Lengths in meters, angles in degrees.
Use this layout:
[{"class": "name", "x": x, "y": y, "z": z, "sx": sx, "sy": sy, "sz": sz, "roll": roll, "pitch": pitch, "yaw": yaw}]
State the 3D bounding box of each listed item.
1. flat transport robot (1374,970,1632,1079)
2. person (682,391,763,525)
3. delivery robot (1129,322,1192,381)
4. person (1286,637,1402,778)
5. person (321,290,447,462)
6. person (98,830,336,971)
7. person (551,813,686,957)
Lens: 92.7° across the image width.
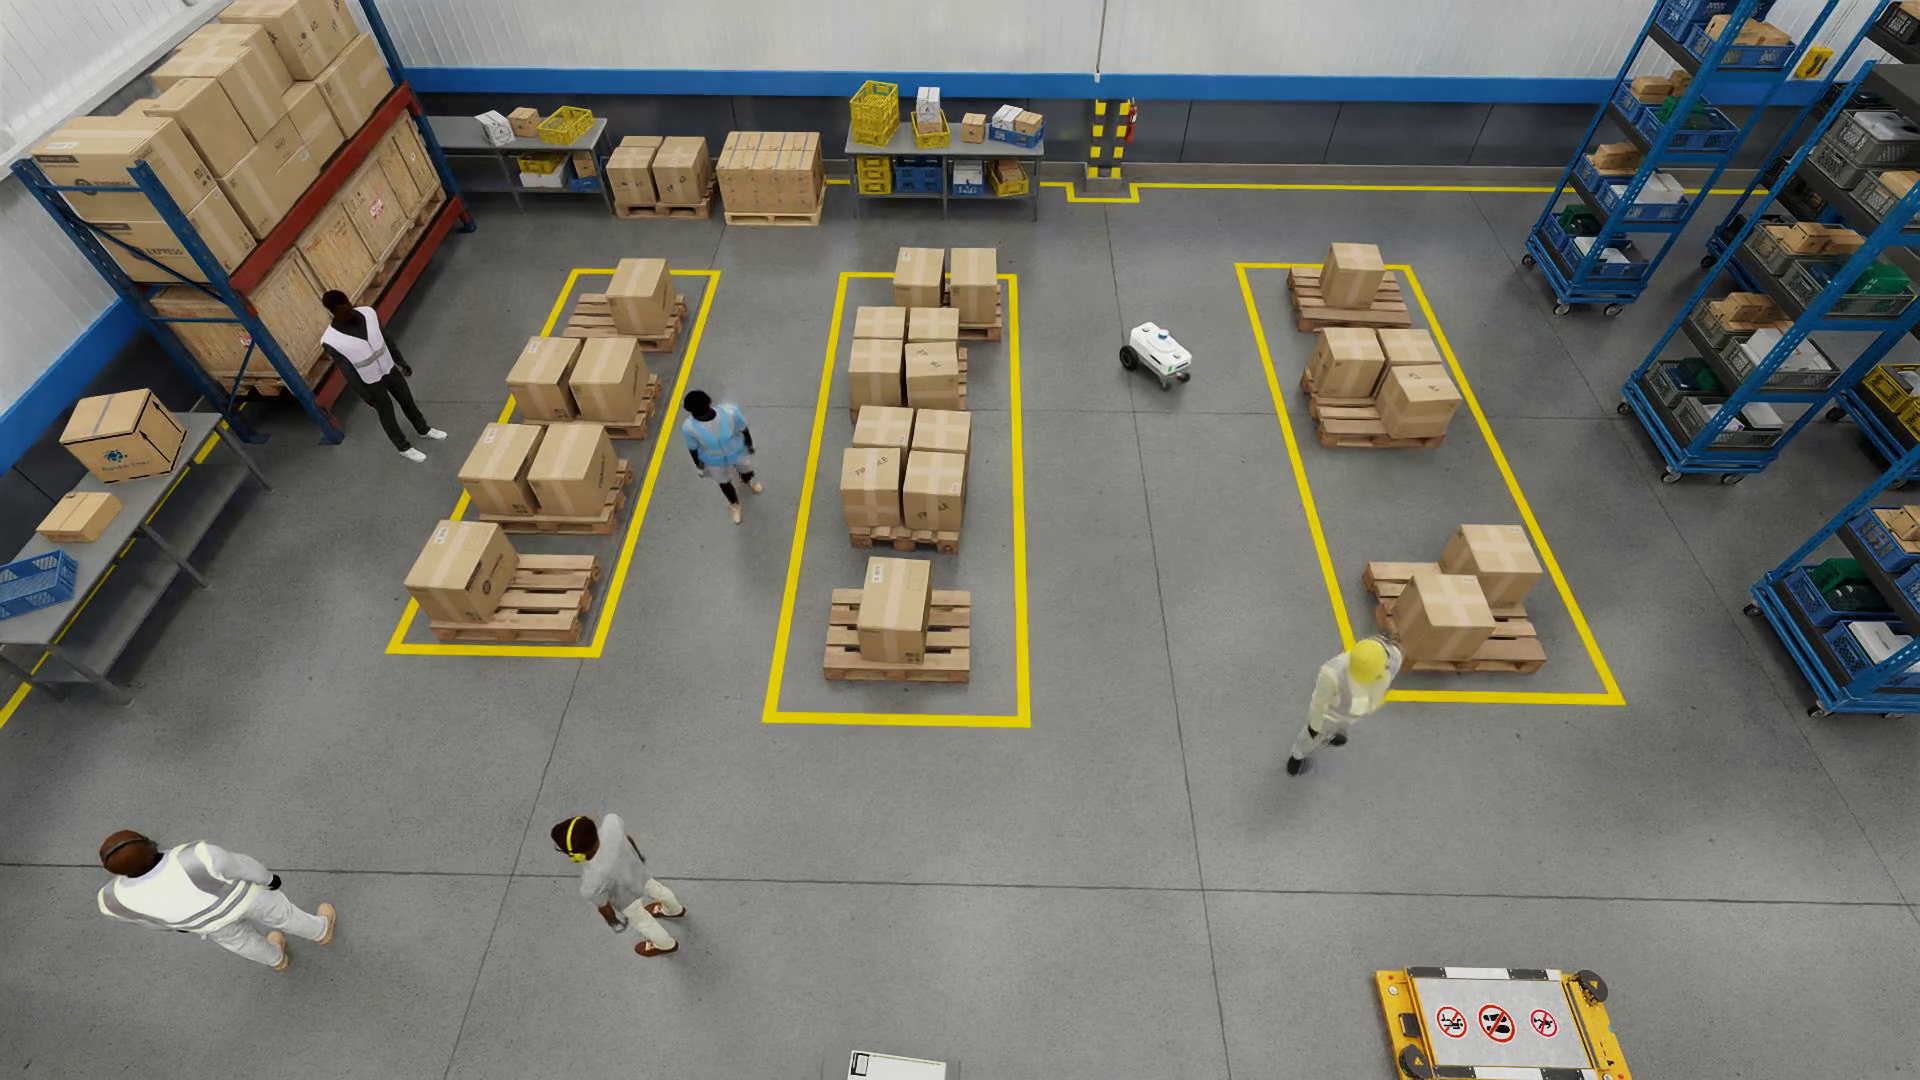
[{"class": "flat transport robot", "x": 3.501, "y": 3.133, "z": 5.914, "sx": 1.431, "sy": 0.197, "sz": 0.652, "roll": 1, "pitch": 51, "yaw": 1}, {"class": "person", "x": -2.144, "y": -0.812, "z": 8.237, "sx": 0.583, "sy": 1.660, "sz": 0.579, "roll": -17, "pitch": 53, "yaw": -14}, {"class": "delivery robot", "x": 2.161, "y": -2.048, "z": 9.898, "sx": 0.477, "sy": 0.478, "sz": 0.707, "roll": -26, "pitch": 55, "yaw": -20}, {"class": "person", "x": 2.781, "y": 1.162, "z": 6.558, "sx": 0.717, "sy": 1.788, "sz": 0.408, "roll": -16, "pitch": 53, "yaw": -12}, {"class": "person", "x": -5.524, "y": -1.567, "z": 8.701, "sx": 0.395, "sy": 1.910, "sz": 0.586, "roll": 15, "pitch": 52, "yaw": 12}, {"class": "person", "x": -4.568, "y": 2.214, "z": 5.656, "sx": 0.625, "sy": 1.847, "sz": 0.429, "roll": -27, "pitch": 56, "yaw": -20}, {"class": "person", "x": -2.088, "y": 2.149, "z": 5.703, "sx": 0.327, "sy": 1.861, "sz": 0.503, "roll": 5, "pitch": 51, "yaw": 4}]
